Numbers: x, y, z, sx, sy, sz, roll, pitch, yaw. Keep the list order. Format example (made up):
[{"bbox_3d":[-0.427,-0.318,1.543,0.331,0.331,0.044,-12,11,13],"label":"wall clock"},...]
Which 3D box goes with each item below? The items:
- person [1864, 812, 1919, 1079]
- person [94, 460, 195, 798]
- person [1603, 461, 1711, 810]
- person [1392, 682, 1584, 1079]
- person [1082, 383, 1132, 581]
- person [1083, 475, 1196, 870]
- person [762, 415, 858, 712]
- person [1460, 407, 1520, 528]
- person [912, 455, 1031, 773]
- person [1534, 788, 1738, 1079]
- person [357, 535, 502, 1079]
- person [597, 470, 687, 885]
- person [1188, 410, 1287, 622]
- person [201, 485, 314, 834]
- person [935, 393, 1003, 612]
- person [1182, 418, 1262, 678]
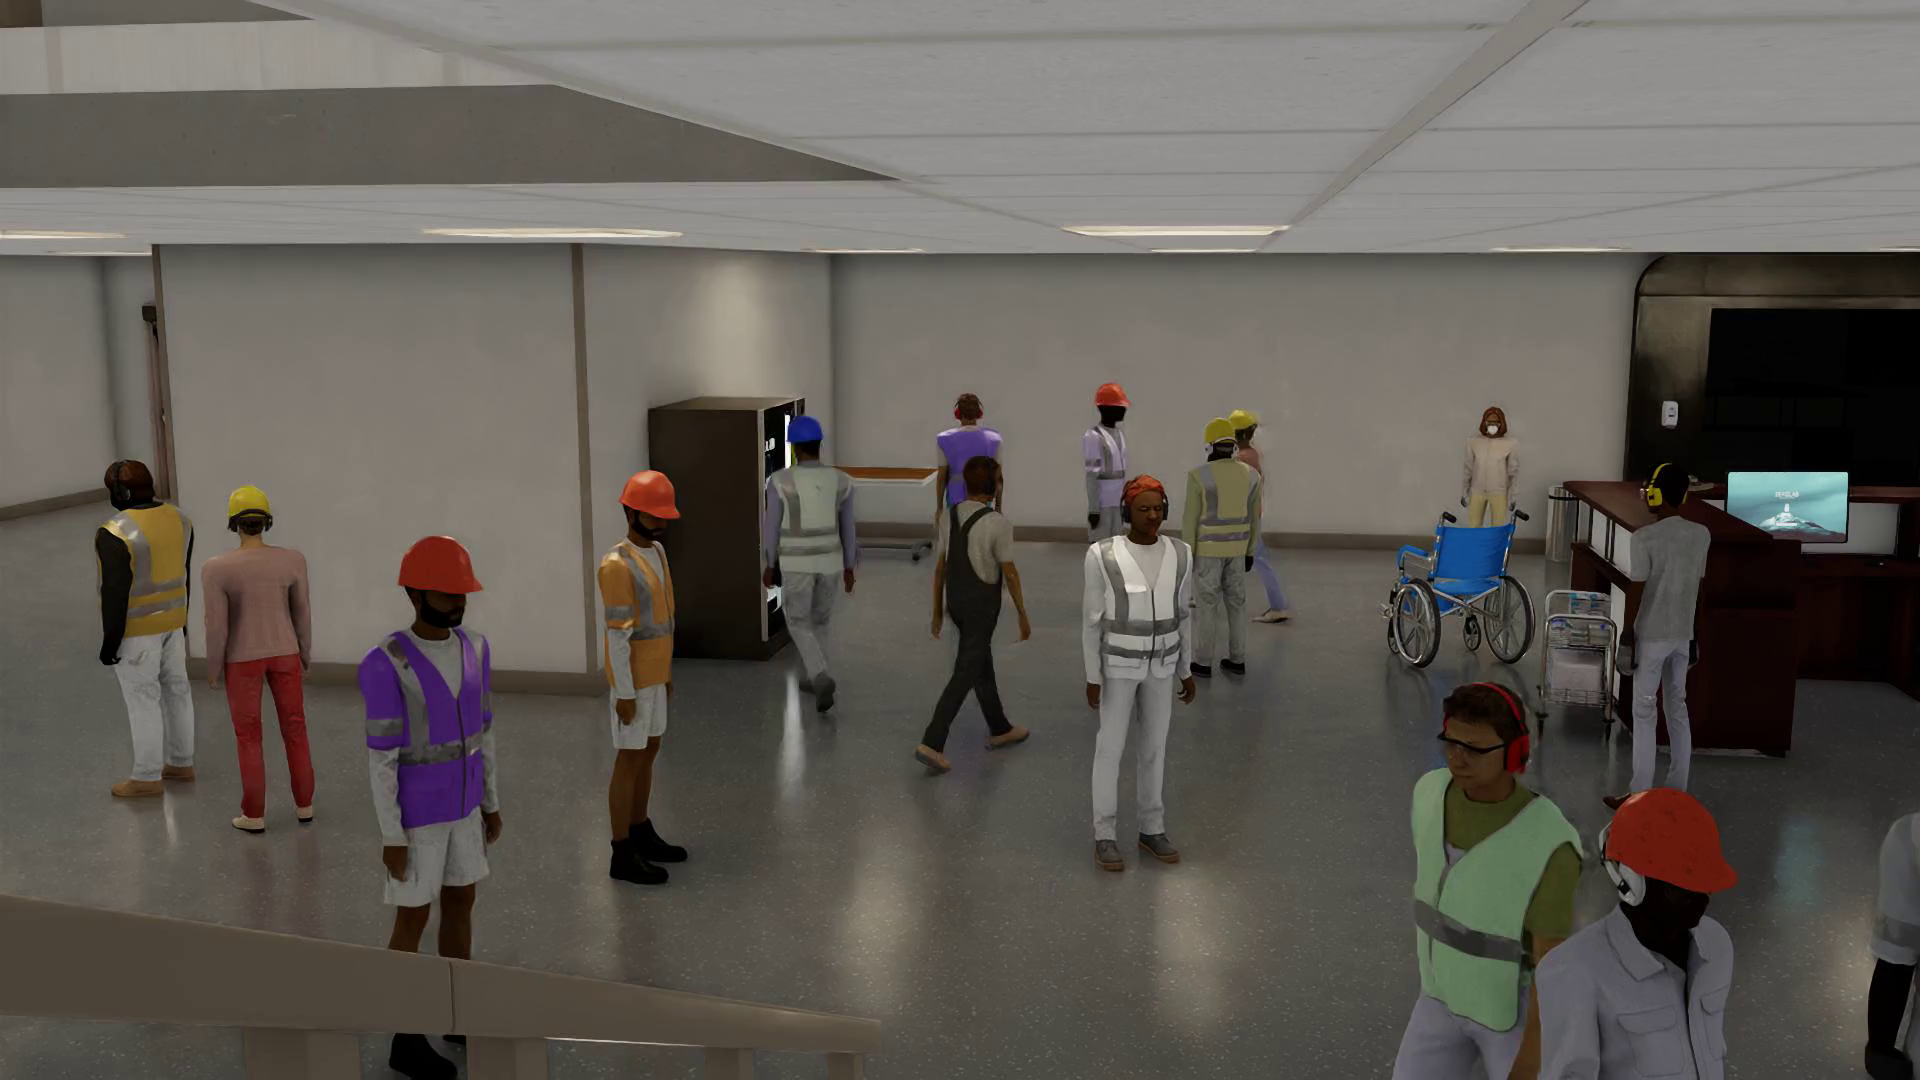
[{"bbox_3d":[2.414,1.261,3.839,0.610,1.954,0.387,6,11,31],"label":"person"},{"bbox_3d":[-4.437,0.477,9.036,0.429,1.839,0.623,2,9,13],"label":"person"},{"bbox_3d":[3.651,0.523,8.681,0.507,1.862,0.326,-4,10,-21],"label":"person"},{"bbox_3d":[1.312,1.254,4.375,0.989,1.785,0.584,-4,10,-25],"label":"person"},{"bbox_3d":[1.231,-0.314,13.631,0.376,1.933,0.568,6,11,32],"label":"person"},{"bbox_3d":[0.858,0.627,7.959,0.573,1.883,0.355,-3,10,-20],"label":"person"},{"bbox_3d":[-0.945,0.148,10.816,0.609,1.922,0.831,-5,11,-29],"label":"person"},{"bbox_3d":[4.811,-0.400,15.107,0.504,1.627,0.286,5,10,28],"label":"person"},{"bbox_3d":[0.059,0.413,9.568,0.530,1.800,1.020,9,13,44],"label":"person"},{"bbox_3d":[1.496,1.390,3.653,0.563,1.752,0.328,-6,11,-31],"label":"person"},{"bbox_3d":[-1.836,0.936,5.906,0.382,1.934,0.548,5,11,29],"label":"person"},{"bbox_3d":[-1.464,0.630,7.800,0.381,1.927,0.550,2,9,10],"label":"person"},{"bbox_3d":[2.268,-0.188,13.518,0.917,1.722,0.541,3,10,20],"label":"person"},{"bbox_3d":[-3.570,0.602,8.475,0.528,1.767,0.329,-8,12,-39],"label":"person"},{"bbox_3d":[0.078,-0.286,13.718,0.570,1.842,0.377,-2,9,-12],"label":"person"},{"bbox_3d":[1.816,0.057,11.678,0.599,1.825,0.404,-4,10,-23],"label":"person"}]
